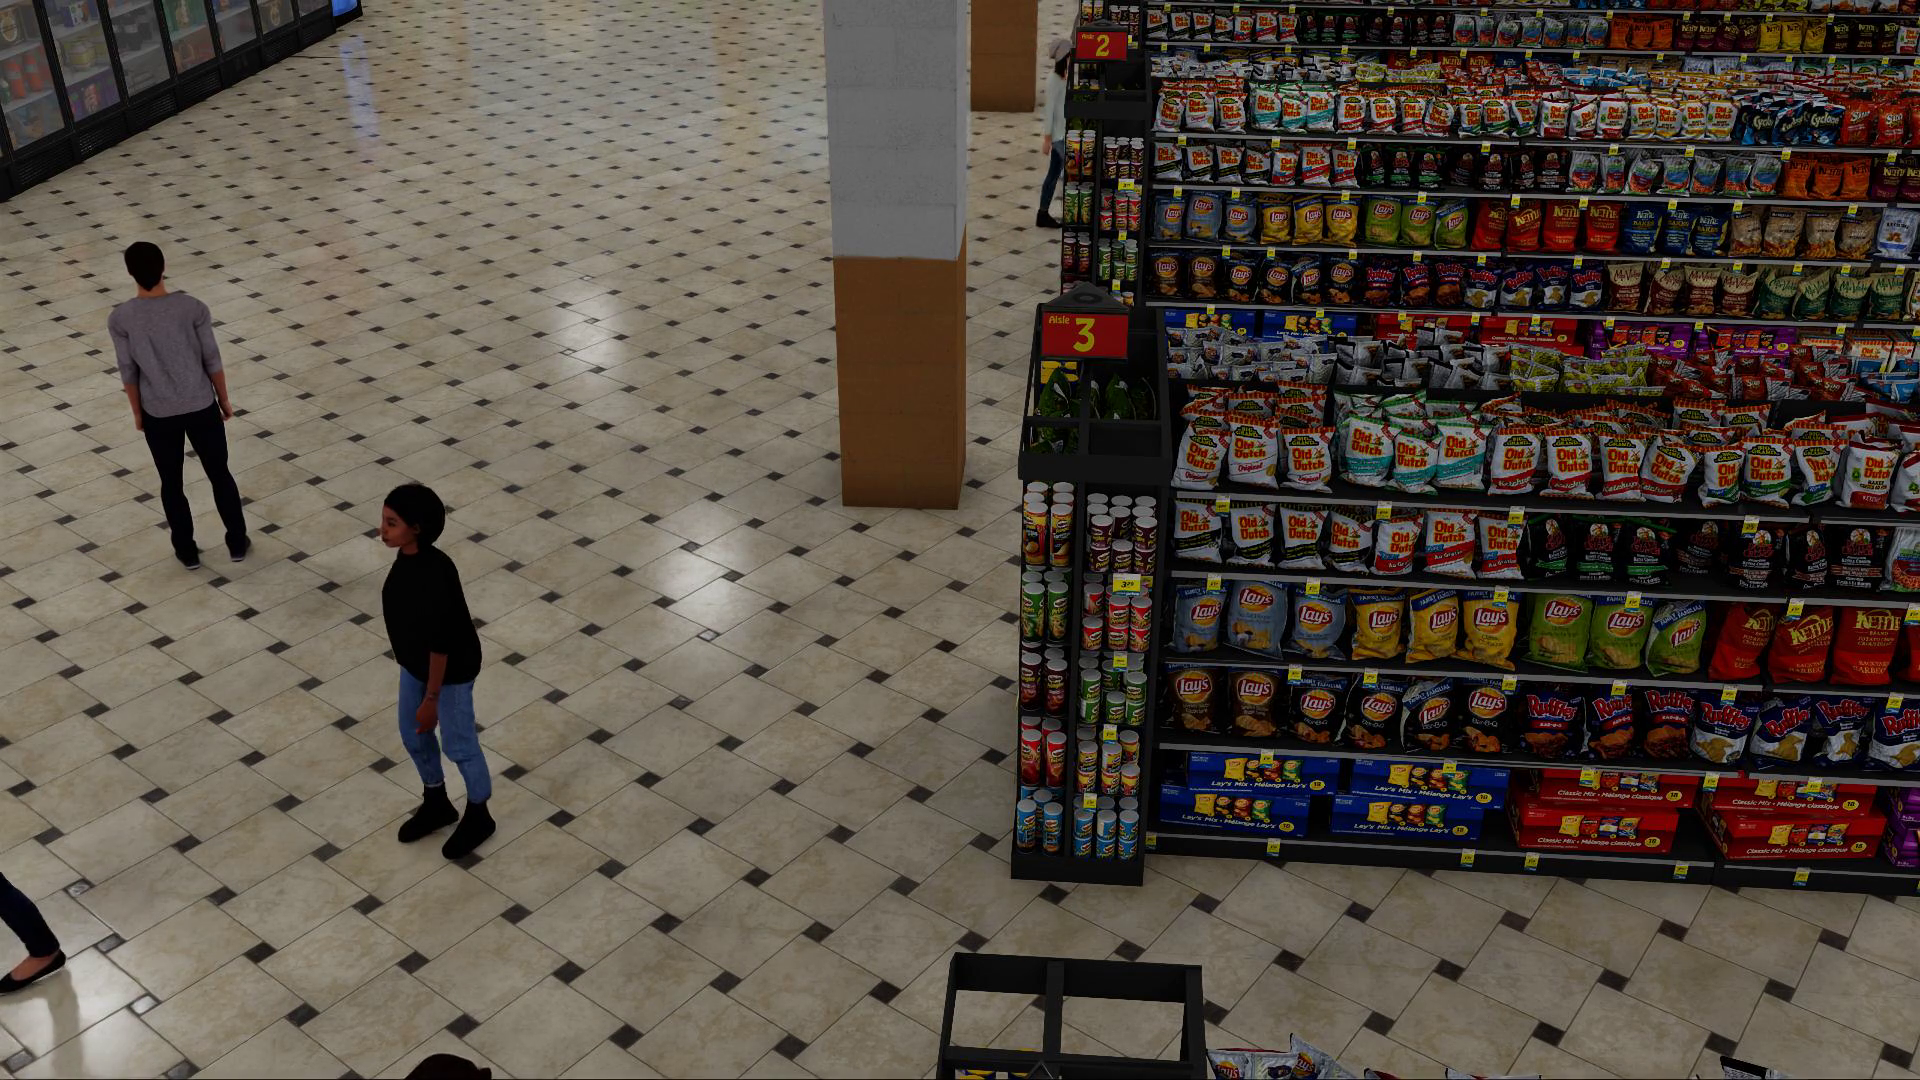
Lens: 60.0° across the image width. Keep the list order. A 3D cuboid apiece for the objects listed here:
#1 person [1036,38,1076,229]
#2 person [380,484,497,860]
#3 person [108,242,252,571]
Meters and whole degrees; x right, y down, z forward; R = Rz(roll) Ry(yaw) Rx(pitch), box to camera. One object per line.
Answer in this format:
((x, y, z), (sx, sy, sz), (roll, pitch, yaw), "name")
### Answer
((0.791, -3.471, 14.262), (0.784, 1.630, 0.660), (8, 30, 15), "person")
((-2.086, 0.533, 6.865), (0.705, 1.689, 0.773), (25, 37, 37), "person")
((-4.223, -0.717, 8.999), (0.654, 1.840, 0.785), (-13, 31, -22), "person")
